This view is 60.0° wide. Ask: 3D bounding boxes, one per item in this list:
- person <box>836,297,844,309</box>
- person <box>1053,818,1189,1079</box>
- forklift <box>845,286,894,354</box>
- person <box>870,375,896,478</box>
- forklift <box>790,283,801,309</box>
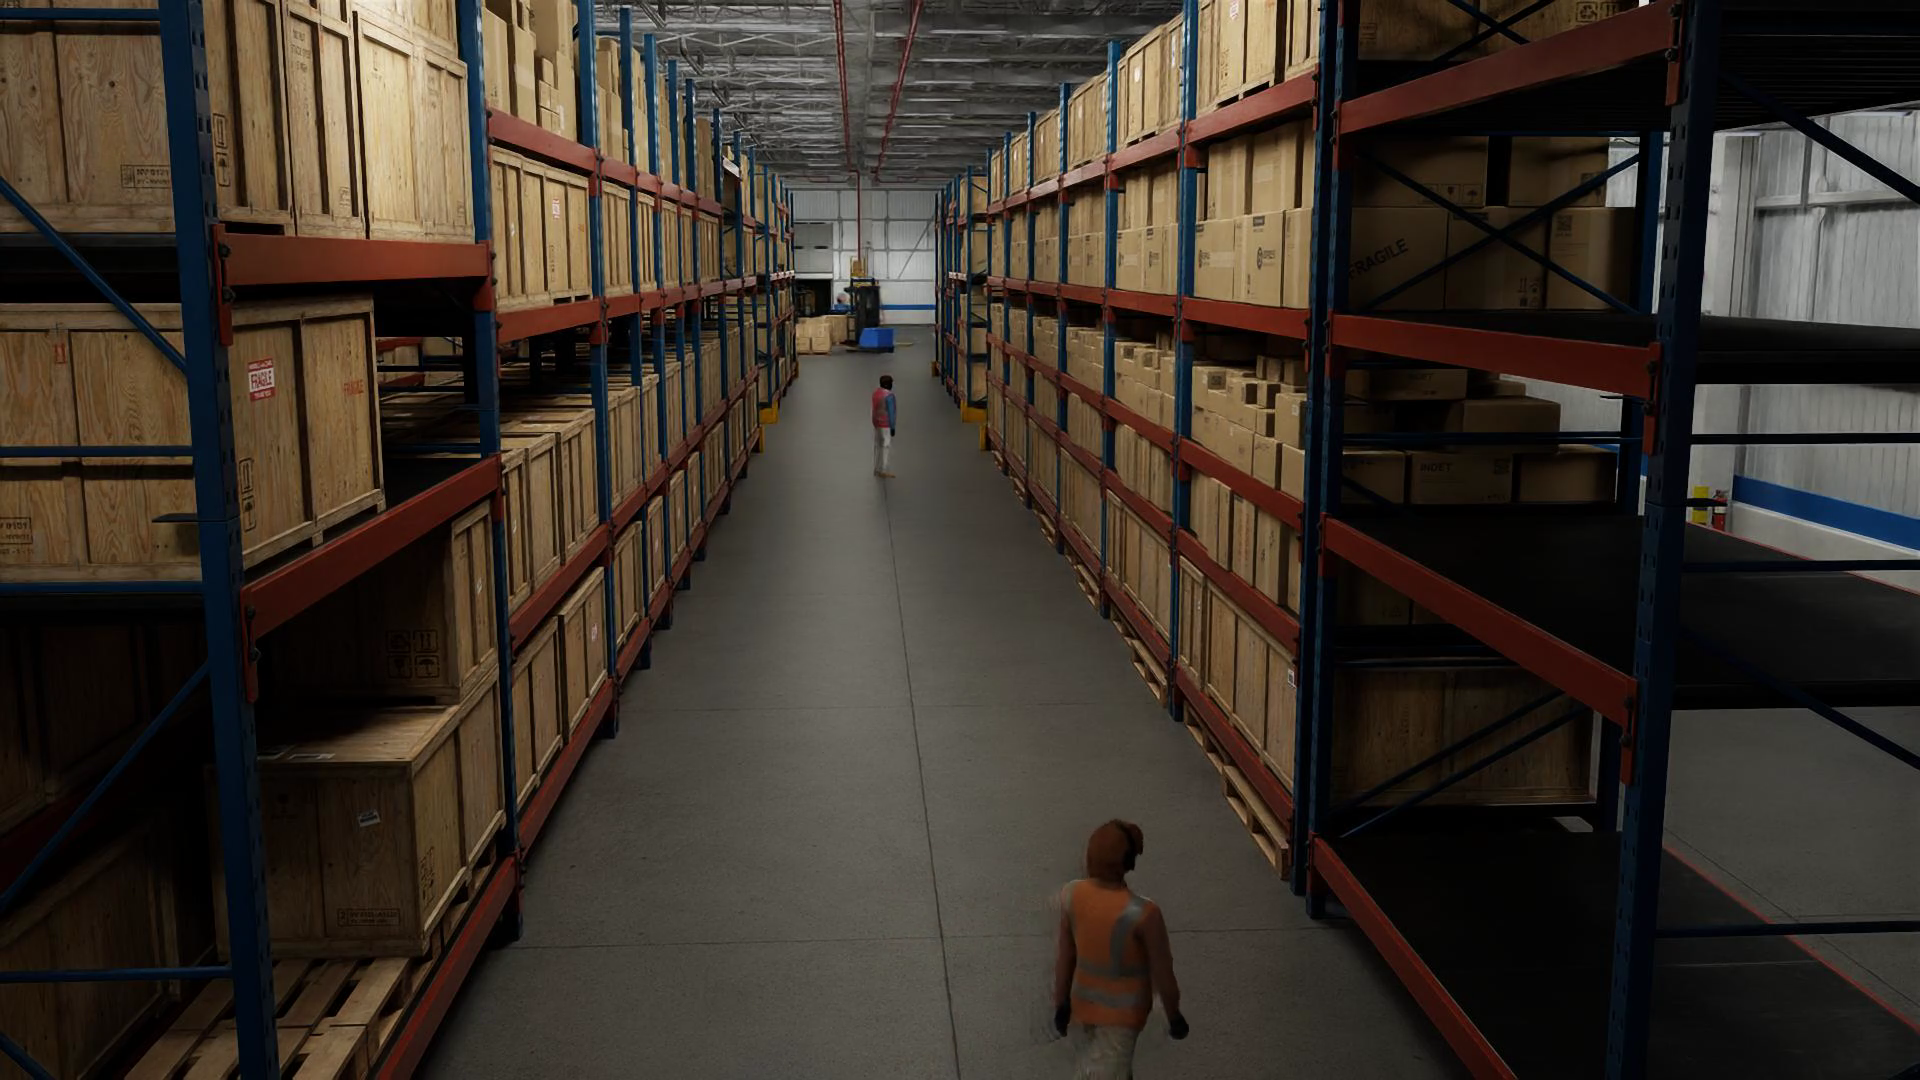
[{"bbox_3d":[-6.569,-12.384,91.298,0.570,1.924,0.503,-9,13,-44],"label":"person"},{"bbox_3d":[0.613,1.930,6.794,0.883,1.589,0.517,-8,12,-39],"label":"person"},{"bbox_3d":[-3.759,-9.219,69.537,1.873,2.768,1.129,9,13,43],"label":"forklift"},{"bbox_3d":[-1.366,-2.039,29.798,0.456,1.831,0.648,-7,12,-38],"label":"person"},{"bbox_3d":[-8.167,-11.076,80.630,1.129,2.768,1.873,-6,11,-31],"label":"forklift"}]
